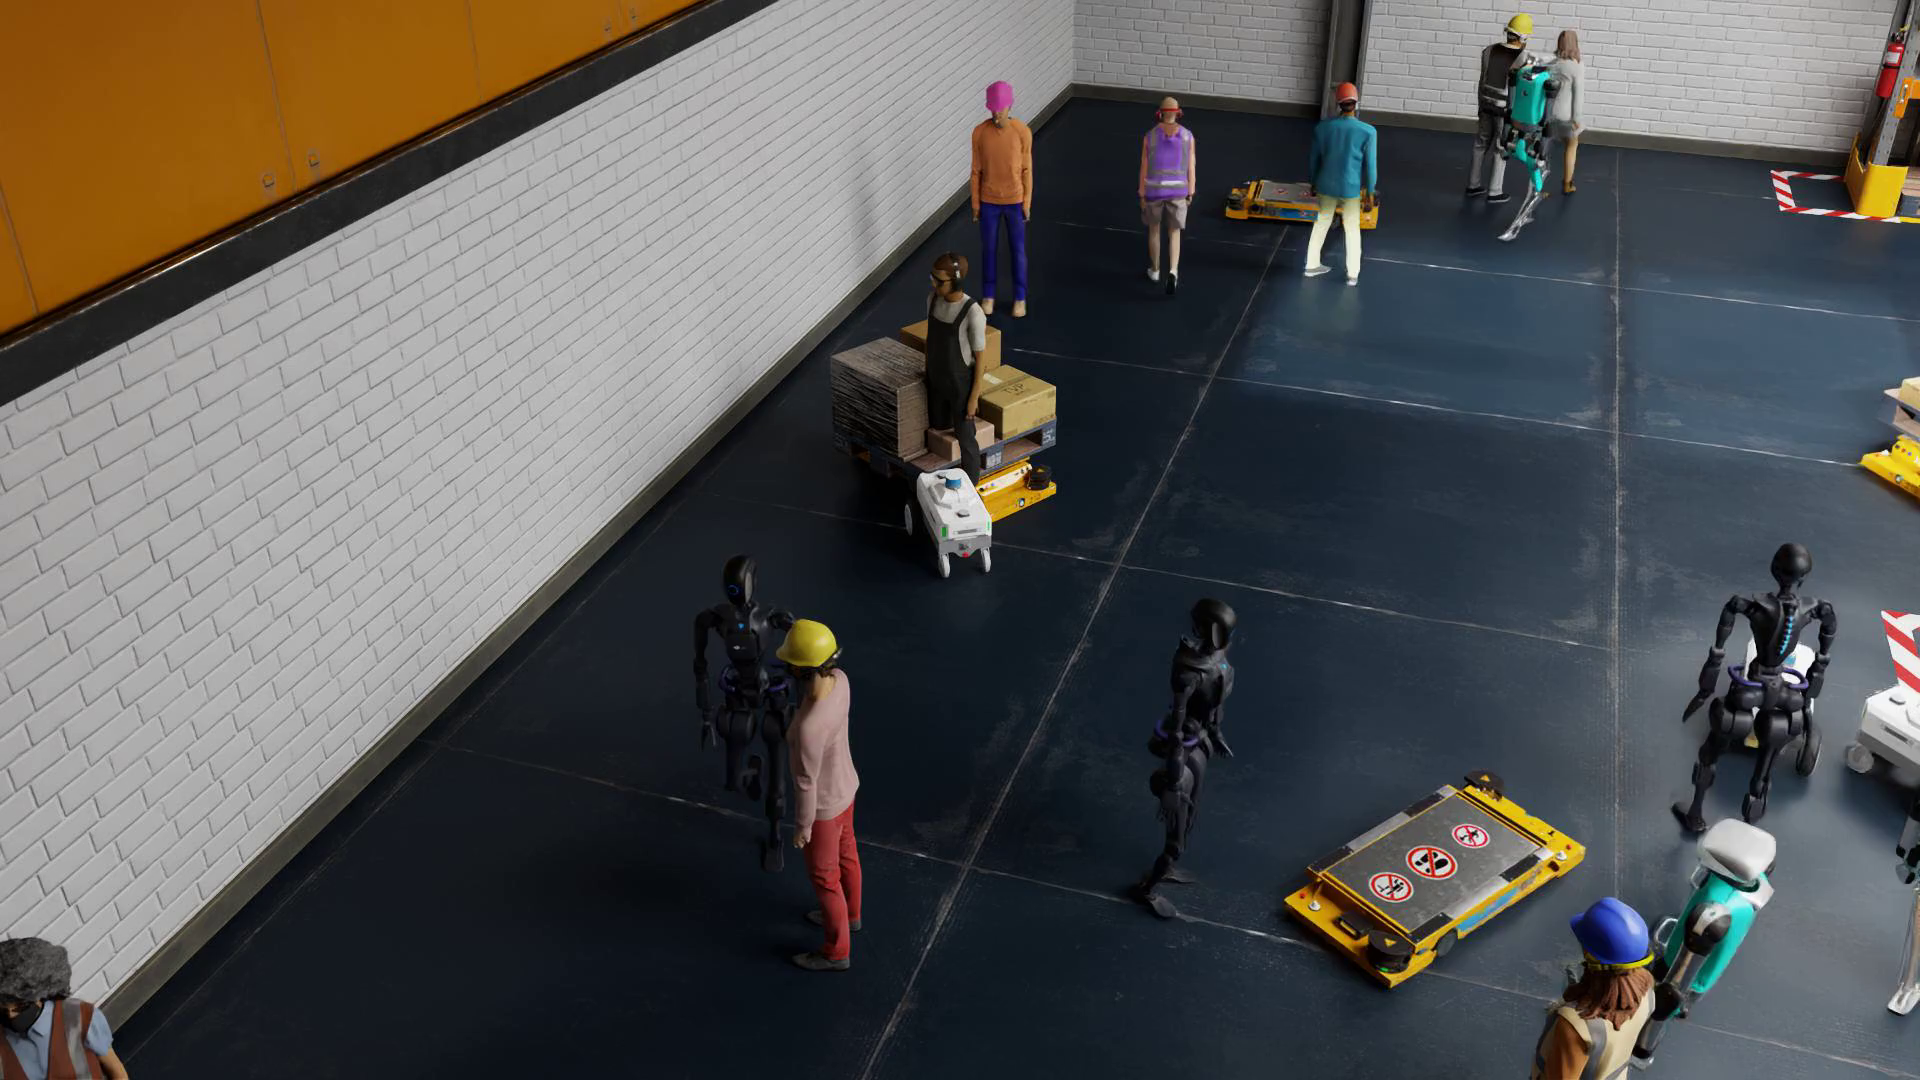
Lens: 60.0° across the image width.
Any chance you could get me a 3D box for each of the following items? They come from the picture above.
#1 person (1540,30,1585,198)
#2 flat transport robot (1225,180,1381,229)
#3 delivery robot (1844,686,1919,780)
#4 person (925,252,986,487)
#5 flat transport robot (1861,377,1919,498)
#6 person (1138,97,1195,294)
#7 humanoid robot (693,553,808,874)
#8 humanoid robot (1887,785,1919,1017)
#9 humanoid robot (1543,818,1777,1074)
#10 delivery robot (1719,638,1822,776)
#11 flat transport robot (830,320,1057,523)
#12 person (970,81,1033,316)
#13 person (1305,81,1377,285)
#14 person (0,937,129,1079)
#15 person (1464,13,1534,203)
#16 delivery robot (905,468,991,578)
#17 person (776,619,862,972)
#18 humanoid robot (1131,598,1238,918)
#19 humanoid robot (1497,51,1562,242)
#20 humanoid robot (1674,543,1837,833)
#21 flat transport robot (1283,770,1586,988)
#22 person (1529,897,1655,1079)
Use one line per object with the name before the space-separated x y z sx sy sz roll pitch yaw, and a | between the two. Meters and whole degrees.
person | 5.934 -4.196 16.403 0.510 1.635 0.631 26 39 36
flat transport robot | 3.339 -3.263 16.177 1.431 0.231 0.659 7 31 13
delivery robot | 4.989 1.098 8.490 0.499 0.611 0.814 -15 34 -24
person | -0.055 -0.986 10.750 0.346 1.844 0.505 -26 40 -37
flat transport robot | 7.105 -0.556 11.572 1.431 0.231 0.659 -10 32 -16
person | 1.768 -2.941 14.247 0.495 1.667 0.688 1 30 1
humanoid robot | -0.941 0.771 7.936 0.607 1.642 0.576 2 31 4
humanoid robot | 4.253 1.366 6.978 0.541 1.904 0.727 26 39 37
humanoid robot | 2.500 1.688 6.283 0.778 1.759 0.541 25 39 36
delivery robot | 4.352 0.841 8.890 0.499 0.572 0.747 13 33 21
flat transport robot | -0.067 -0.537 11.539 0.659 0.231 1.431 -25 38 -35
person | 0.339 -2.810 13.731 0.516 1.975 0.402 4 31 6
person | 3.315 -3.094 14.443 0.614 1.731 0.387 17 34 26
person | -3.069 2.039 5.749 0.444 1.689 0.305 -13 33 -20
person | 5.310 -4.219 16.274 0.405 1.825 0.595 -20 36 -31
delivery robot | -0.046 -0.160 10.607 0.499 0.586 0.773 -7 31 -12
person | -0.613 1.112 7.267 0.327 1.760 0.525 7 31 11
humanoid robot | 1.032 0.972 7.593 0.350 1.651 0.601 16 34 25
humanoid robot | 5.379 -3.676 15.451 0.879 1.779 0.548 -20 36 -30
humanoid robot | 3.803 0.776 7.929 0.586 1.634 0.476 3 31 5
flat transport robot | 2.281 1.583 7.933 1.431 0.231 0.659 -21 36 -31
person | 2.136 1.955 5.811 0.459 1.778 0.307 -20 36 -30
